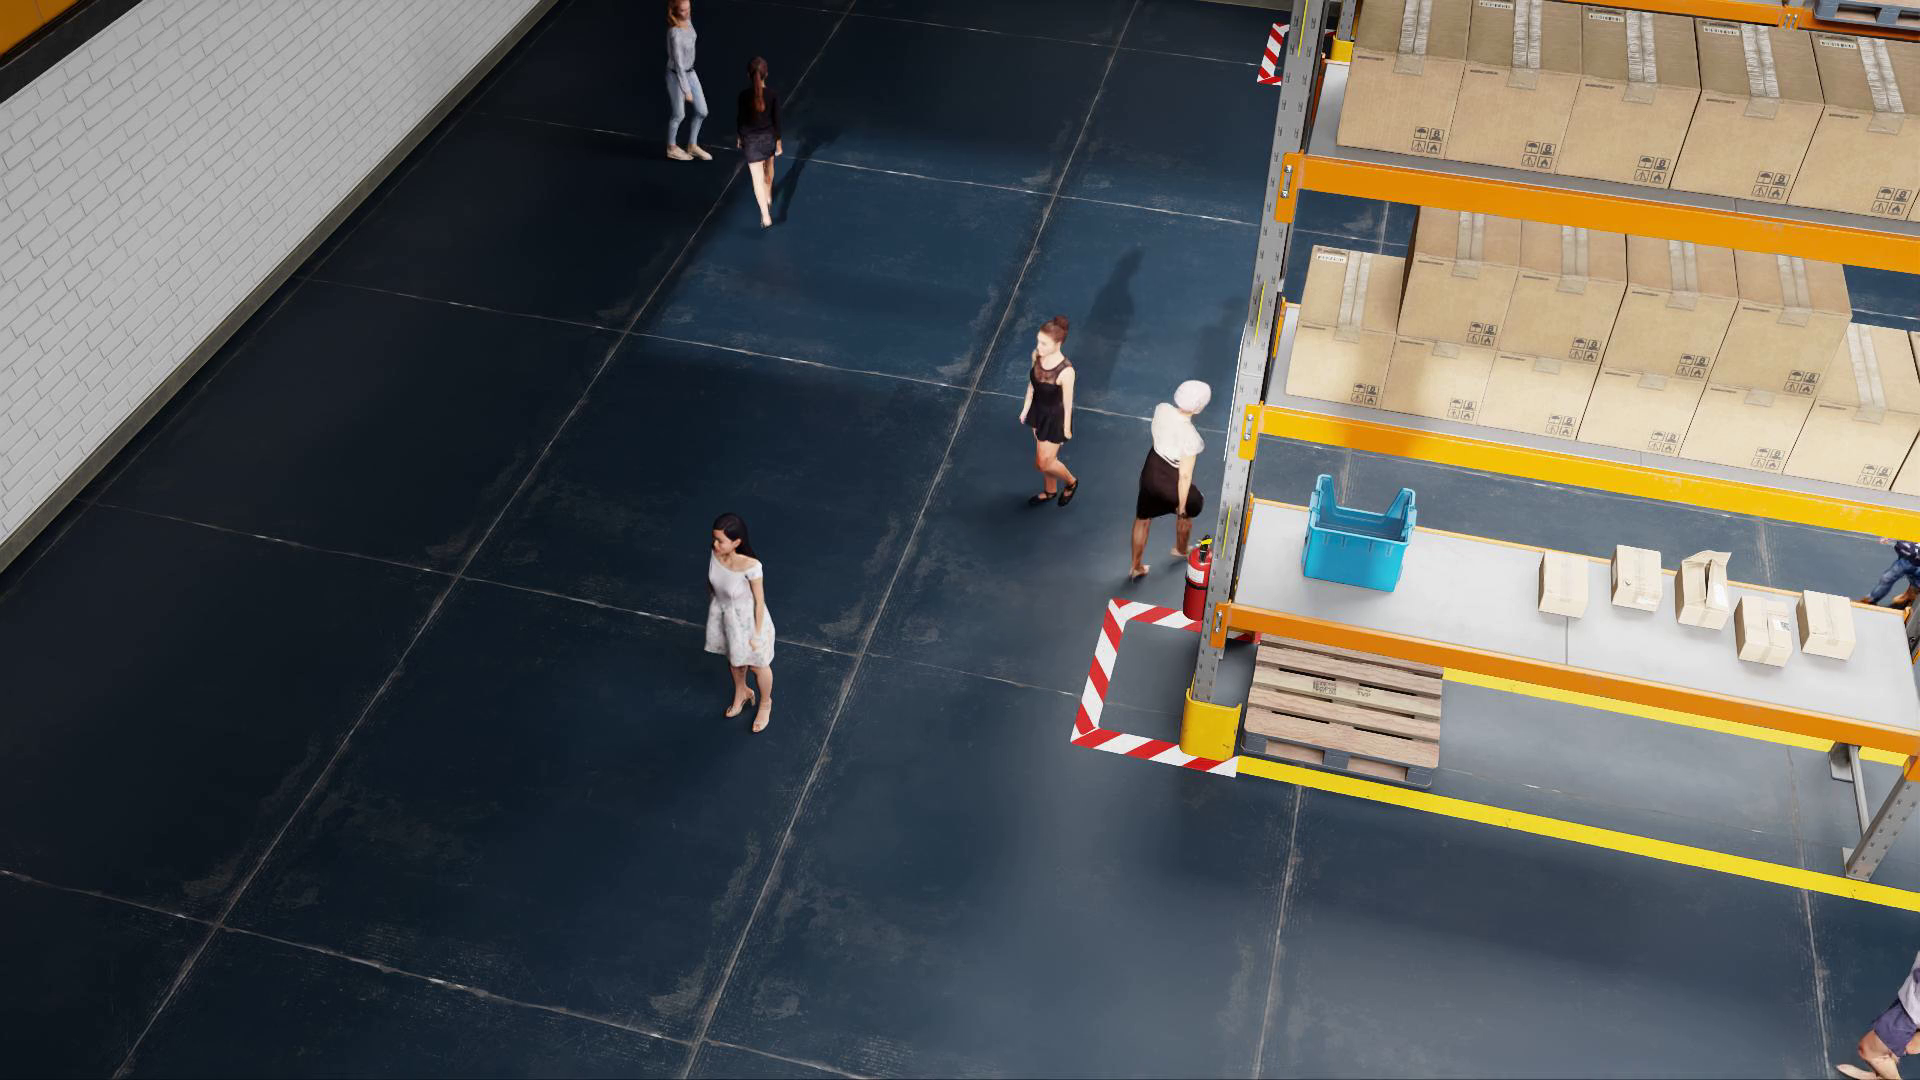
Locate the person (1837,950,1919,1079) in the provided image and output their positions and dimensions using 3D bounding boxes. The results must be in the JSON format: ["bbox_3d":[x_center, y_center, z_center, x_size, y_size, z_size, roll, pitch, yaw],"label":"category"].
[{"bbox_3d":[4.941,2.418,8.430,0.668,1.551,0.652,24,48,23],"label":"person"}]

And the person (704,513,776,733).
[{"bbox_3d":[-1.362,0.509,10.271,0.695,1.775,0.801,27,50,25],"label":"person"}]

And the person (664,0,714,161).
[{"bbox_3d":[-2.602,-4.242,15.275,0.707,1.752,0.595,5,44,5],"label":"person"}]

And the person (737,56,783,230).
[{"bbox_3d":[-1.754,-3.478,14.629,1.039,1.535,0.943,-11,45,-11],"label":"person"}]

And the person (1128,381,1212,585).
[{"bbox_3d":[1.324,-0.336,11.197,0.976,1.722,0.944,-32,52,-29],"label":"person"}]

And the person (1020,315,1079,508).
[{"bbox_3d":[0.711,-0.920,11.847,0.791,1.670,0.731,-22,48,-21],"label":"person"}]
